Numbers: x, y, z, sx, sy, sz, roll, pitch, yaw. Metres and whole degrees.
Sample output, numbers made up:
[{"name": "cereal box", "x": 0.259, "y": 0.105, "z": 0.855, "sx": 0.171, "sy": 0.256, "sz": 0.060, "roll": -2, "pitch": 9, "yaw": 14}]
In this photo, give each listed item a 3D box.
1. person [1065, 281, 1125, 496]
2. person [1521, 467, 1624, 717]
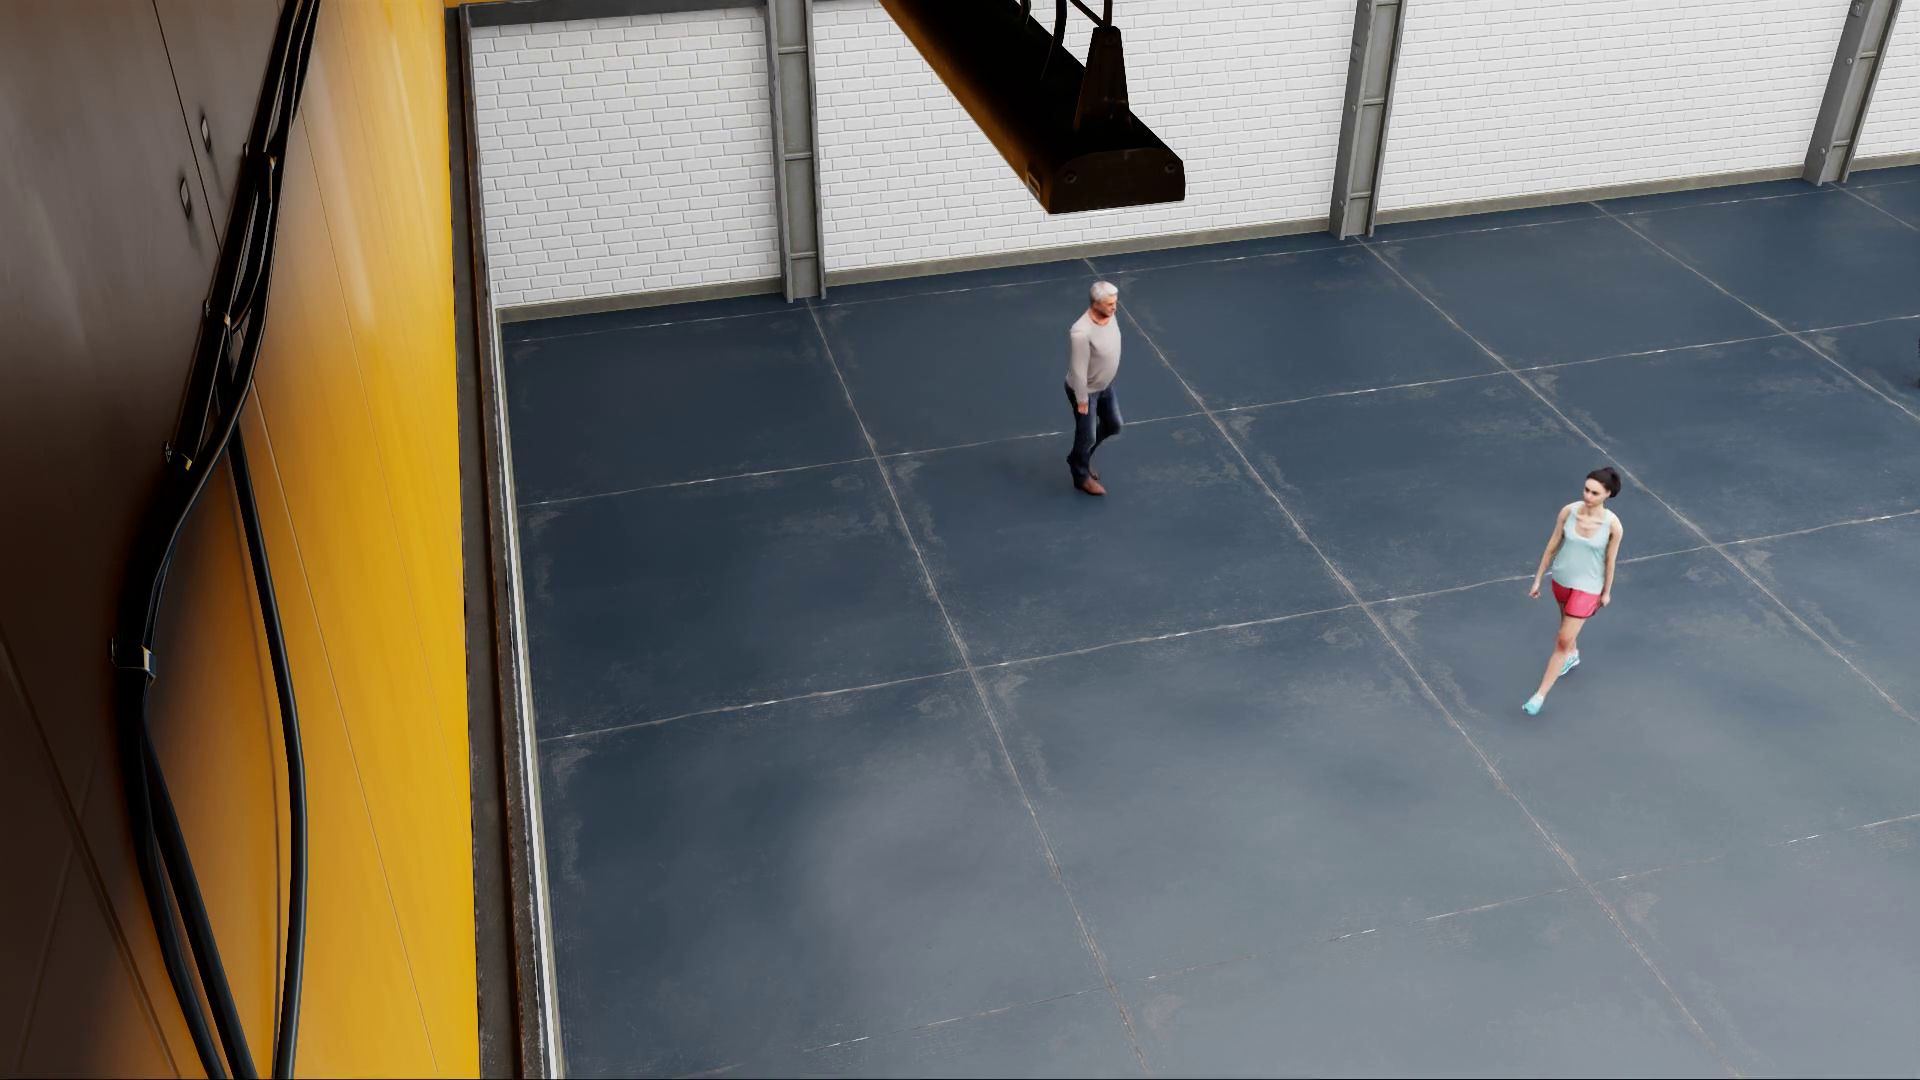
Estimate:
[{"name": "person", "x": 0.963, "y": -1.220, "z": 13.131, "sx": 0.942, "sy": 1.885, "sz": 0.868, "roll": 19, "pitch": 38, "yaw": 26}, {"name": "person", "x": 4.120, "y": 0.276, "z": 11.037, "sx": 0.999, "sy": 1.711, "sz": 1.229, "roll": 28, "pitch": 42, "yaw": 35}]
